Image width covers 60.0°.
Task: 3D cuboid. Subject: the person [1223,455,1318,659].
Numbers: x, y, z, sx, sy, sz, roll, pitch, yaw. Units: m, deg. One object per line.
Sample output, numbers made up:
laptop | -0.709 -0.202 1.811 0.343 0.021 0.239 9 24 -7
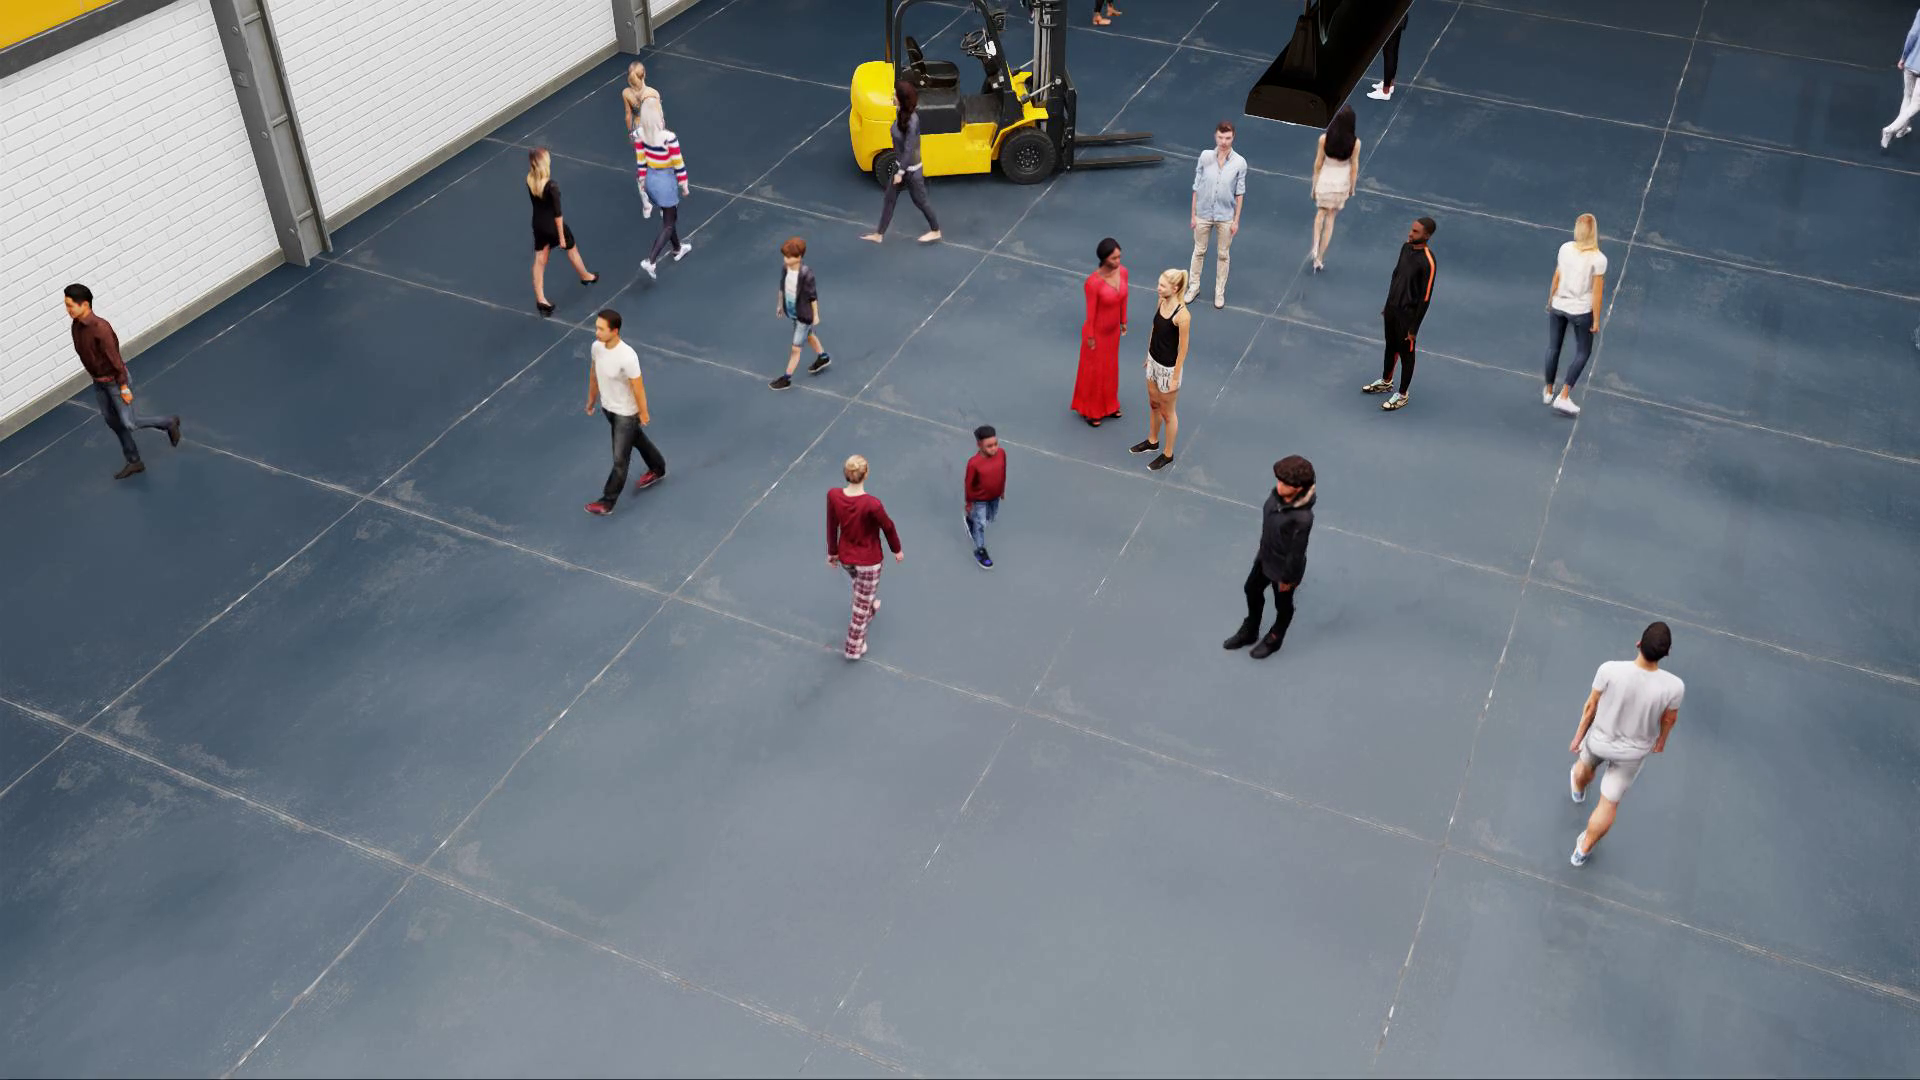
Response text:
person | 2.345 0.107 11.852 0.875 1.765 0.819 -16 41 -19

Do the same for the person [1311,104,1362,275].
person | 3.620 -3.389 16.264 0.576 1.722 0.613 14 41 17

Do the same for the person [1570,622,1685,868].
person | 4.063 1.315 10.297 0.725 1.819 1.076 14 41 17

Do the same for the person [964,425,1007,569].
person | 0.160 -0.394 12.901 0.748 1.239 0.765 -18 42 -21

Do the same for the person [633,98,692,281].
person | -2.968 -3.417 16.251 0.693 1.782 1.099 19 42 22

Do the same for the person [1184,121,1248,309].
person | 2.434 -3.102 15.804 0.681 1.848 0.599 10 40 13

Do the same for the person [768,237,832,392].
person | -1.379 -2.055 14.846 1.037 1.407 0.776 -31 48 -33

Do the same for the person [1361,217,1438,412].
person | 3.876 -1.988 14.441 0.743 1.808 0.693 -14 41 -17

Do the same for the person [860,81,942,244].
person | -0.439 -3.751 16.720 1.146 1.718 1.039 -16 41 -19

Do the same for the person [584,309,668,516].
person | -2.637 -1.095 13.367 1.208 1.764 0.908 -32 48 -34

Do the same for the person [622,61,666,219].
person | -3.244 -4.145 17.228 0.634 1.701 0.653 3 39 4

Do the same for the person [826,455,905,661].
person | -0.747 0.160 11.856 0.665 1.677 0.899 20 43 23

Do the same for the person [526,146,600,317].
person | -3.930 -2.879 15.700 0.666 1.629 1.060 21 43 24

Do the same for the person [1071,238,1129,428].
person | 1.216 -1.786 14.212 0.687 1.788 0.799 -28 46 -30

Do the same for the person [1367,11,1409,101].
person | 5.127 -6.075 19.622 0.659 1.729 0.504 17 42 20

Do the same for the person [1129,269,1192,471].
person | 1.700 -1.448 13.735 0.723 1.846 0.684 -17 42 -20

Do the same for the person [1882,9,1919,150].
person | 10.682 -5.275 18.511 1.168 1.864 0.964 -25 45 -28

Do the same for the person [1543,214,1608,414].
person | 5.303 -1.955 14.408 0.761 1.797 0.807 -27 46 -29

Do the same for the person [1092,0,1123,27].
person | 1.821 -7.487 21.323 0.865 1.812 0.805 -12 40 -15

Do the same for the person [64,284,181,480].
person | -6.894 -1.337 13.658 0.677 1.767 0.908 20 43 23
